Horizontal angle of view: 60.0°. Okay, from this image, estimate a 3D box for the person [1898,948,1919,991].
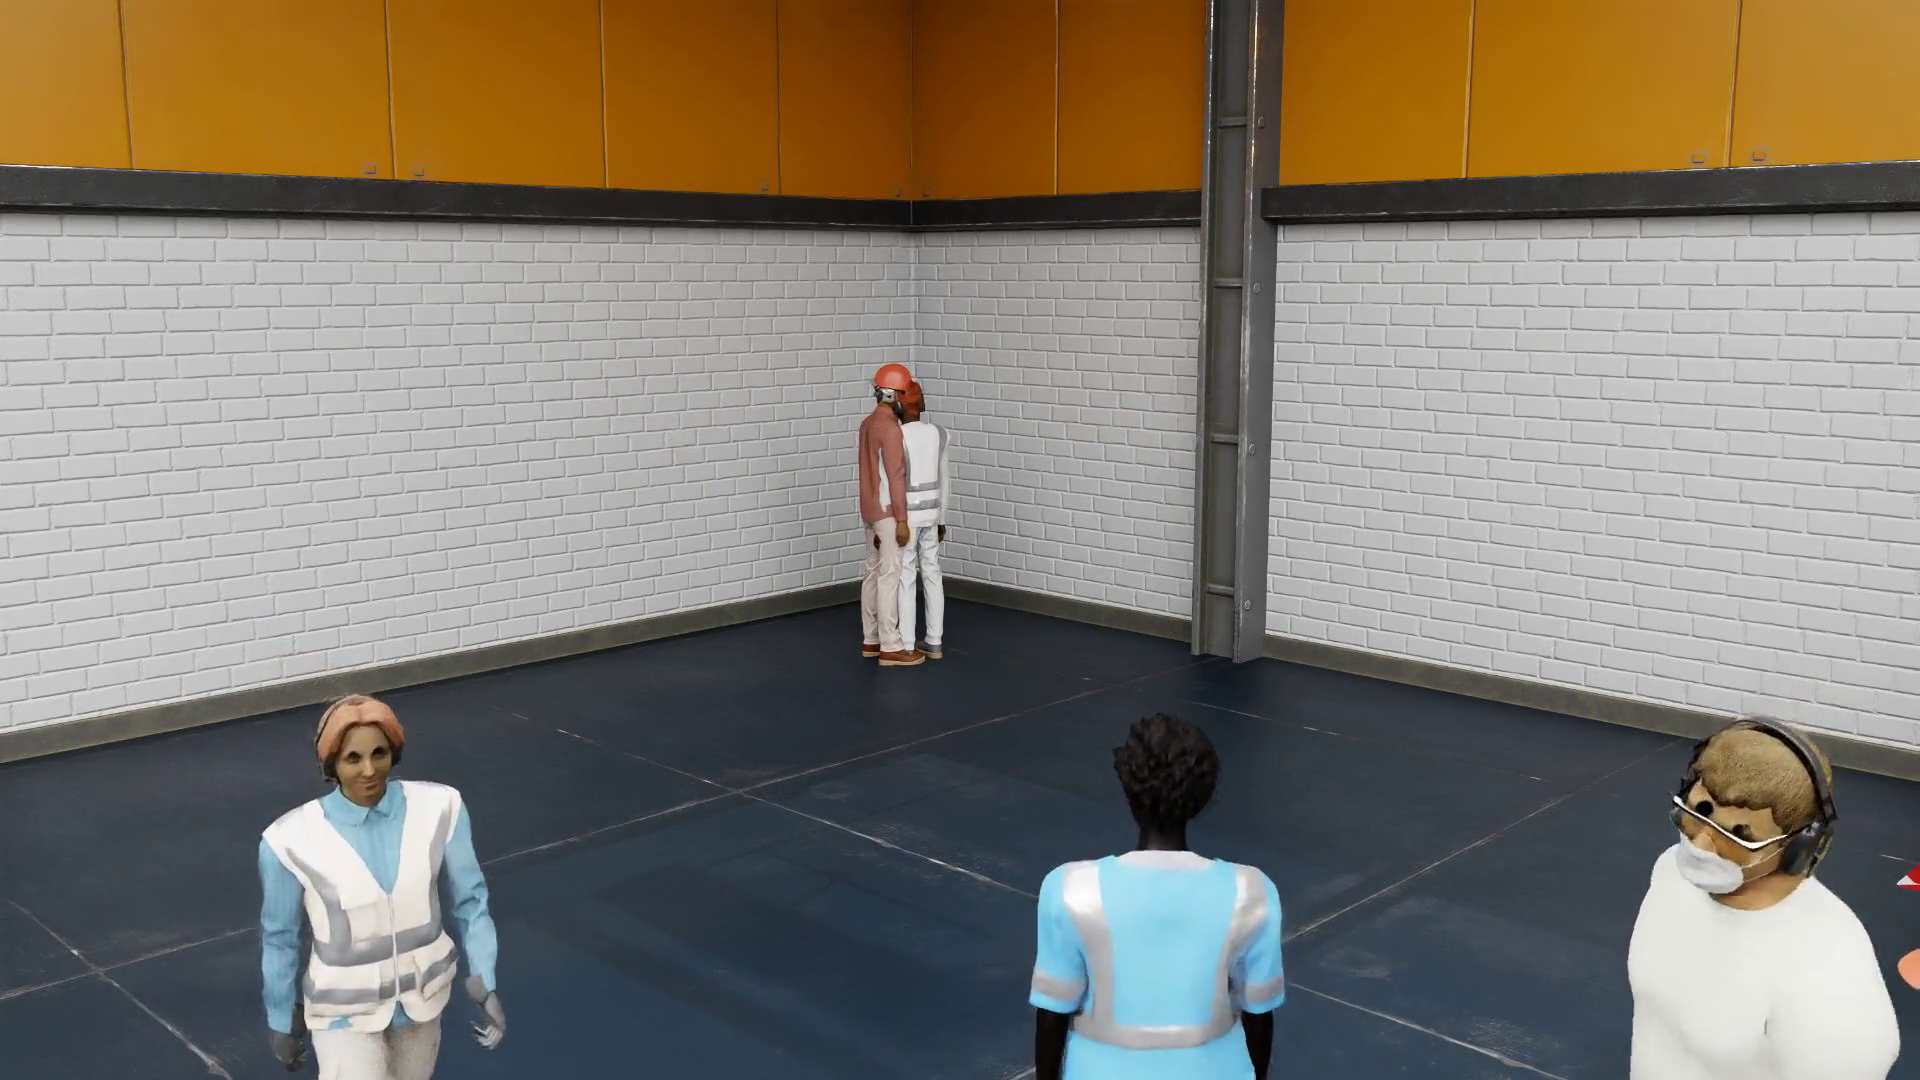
[{"bbox_3d":[1.337,1.309,2.109,0.377,1.932,0.552,2,9,11],"label":"person"}]

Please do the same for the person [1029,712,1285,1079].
[{"bbox_3d":[0.412,1.196,3.544,0.555,1.684,0.362,-1,9,-4],"label":"person"}]

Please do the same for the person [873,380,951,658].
[{"bbox_3d":[-0.318,-0.121,11.023,0.574,1.887,0.355,-7,12,-39],"label":"person"}]

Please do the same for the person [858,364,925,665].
[{"bbox_3d":[-0.468,-0.170,11.018,0.391,1.987,0.608,-4,10,-23],"label":"person"}]

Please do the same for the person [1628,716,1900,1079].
[{"bbox_3d":[1.309,1.206,2.833,0.534,1.905,0.666,-1,9,-7],"label":"person"}]

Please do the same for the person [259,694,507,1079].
[{"bbox_3d":[-1.404,1.160,4.074,0.514,1.592,0.847,-8,12,-40],"label":"person"}]
